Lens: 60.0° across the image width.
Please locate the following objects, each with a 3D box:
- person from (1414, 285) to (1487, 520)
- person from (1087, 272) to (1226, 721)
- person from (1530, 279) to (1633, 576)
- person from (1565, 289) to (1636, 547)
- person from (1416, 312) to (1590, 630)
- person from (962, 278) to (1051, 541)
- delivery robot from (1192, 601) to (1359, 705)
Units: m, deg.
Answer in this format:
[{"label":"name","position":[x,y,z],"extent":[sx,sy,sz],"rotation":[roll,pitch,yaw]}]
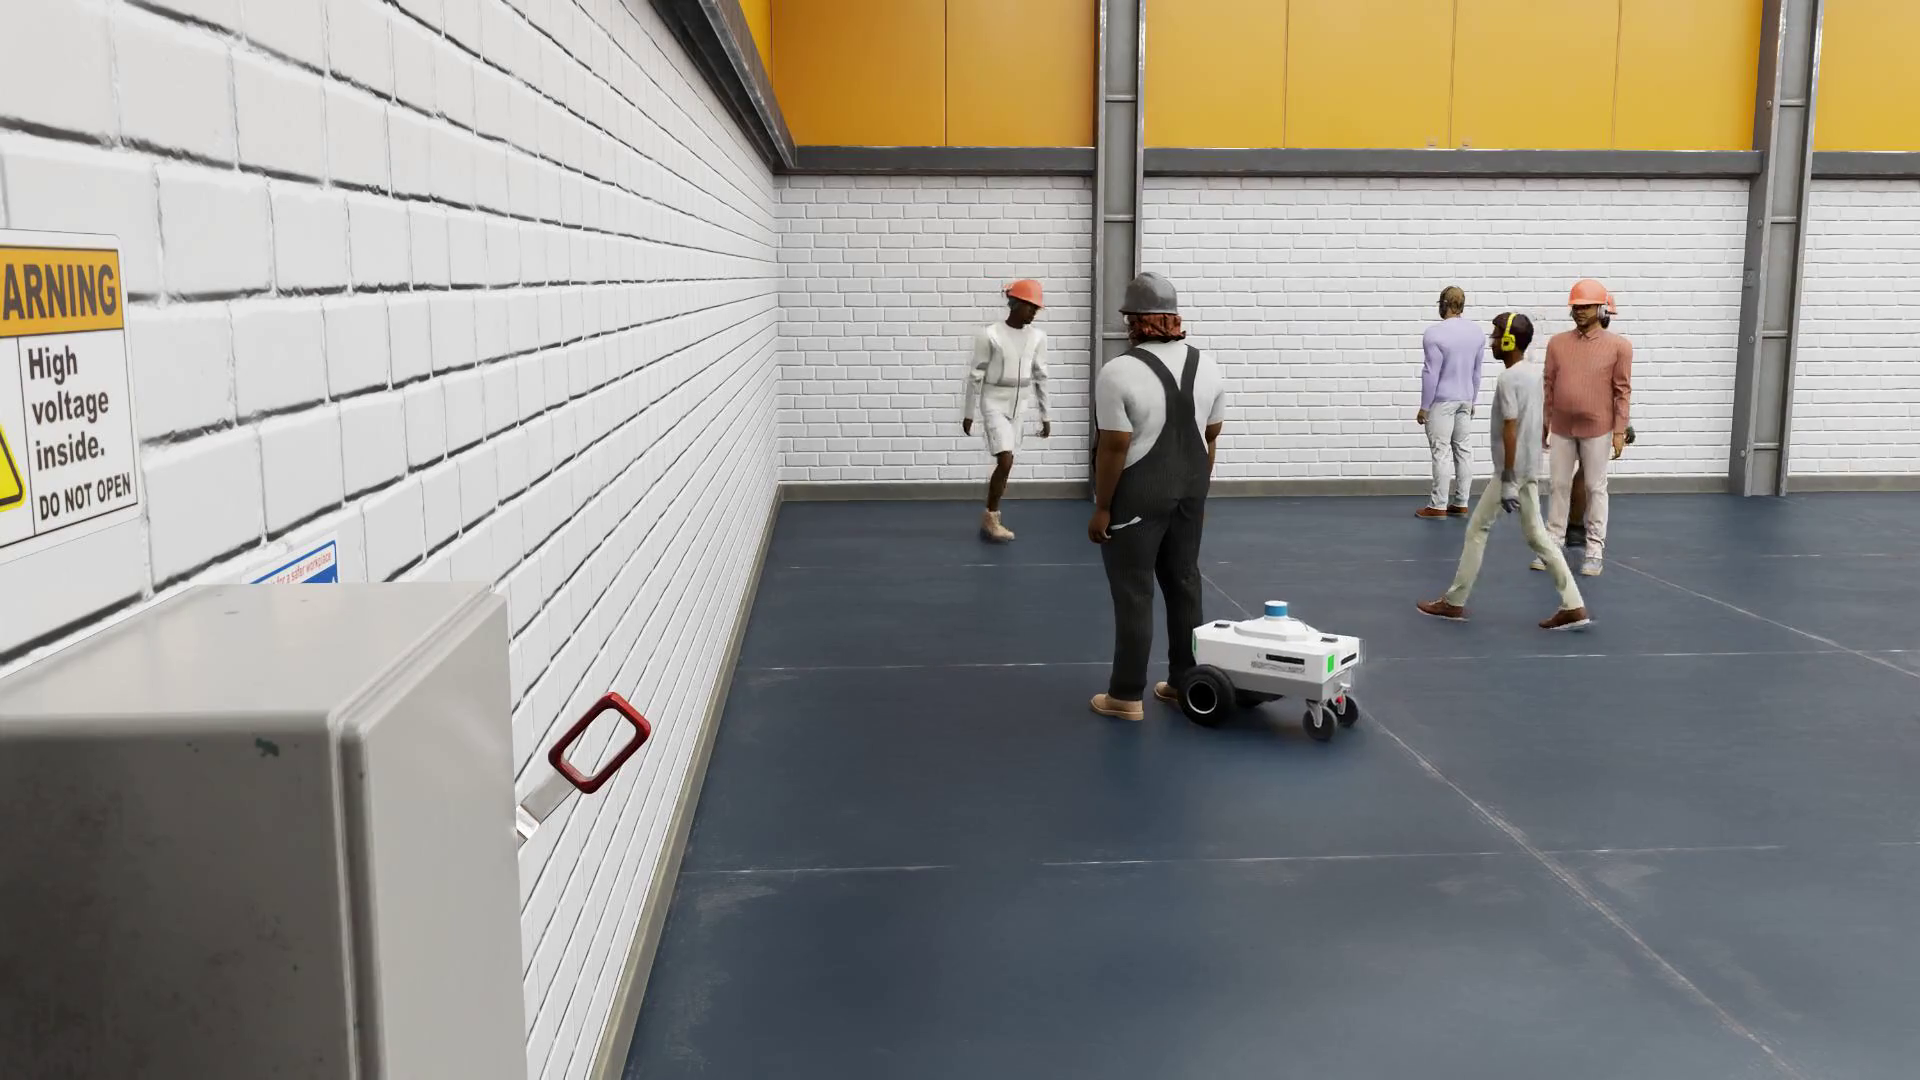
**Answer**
[{"label":"person","position":[4.041,-1.129,13.769],"extent":[0.629,1.940,0.373],"rotation":[-5,10,-29]},{"label":"person","position":[0.843,-0.205,7.643],"extent":[0.672,2.000,0.536],"rotation":[-6,11,-31]},{"label":"person","position":[4.207,-0.759,11.265],"extent":[0.611,1.996,0.379],"rotation":[8,12,41]},{"label":"person","position":[4.766,-0.903,12.413],"extent":[0.587,1.919,0.556],"rotation":[-5,10,-27]},{"label":"person","position":[3.185,-0.392,9.537],"extent":[0.992,1.824,0.549],"rotation":[8,12,41]},{"label":"person","position":[0.355,-0.977,12.618],"extent":[0.623,1.992,0.687],"rotation":[-6,11,-35]},{"label":"delivery robot","position":[1.413,0.518,7.463],"extent":[0.707,0.478,0.477],"rotation":[6,11,34]}]
